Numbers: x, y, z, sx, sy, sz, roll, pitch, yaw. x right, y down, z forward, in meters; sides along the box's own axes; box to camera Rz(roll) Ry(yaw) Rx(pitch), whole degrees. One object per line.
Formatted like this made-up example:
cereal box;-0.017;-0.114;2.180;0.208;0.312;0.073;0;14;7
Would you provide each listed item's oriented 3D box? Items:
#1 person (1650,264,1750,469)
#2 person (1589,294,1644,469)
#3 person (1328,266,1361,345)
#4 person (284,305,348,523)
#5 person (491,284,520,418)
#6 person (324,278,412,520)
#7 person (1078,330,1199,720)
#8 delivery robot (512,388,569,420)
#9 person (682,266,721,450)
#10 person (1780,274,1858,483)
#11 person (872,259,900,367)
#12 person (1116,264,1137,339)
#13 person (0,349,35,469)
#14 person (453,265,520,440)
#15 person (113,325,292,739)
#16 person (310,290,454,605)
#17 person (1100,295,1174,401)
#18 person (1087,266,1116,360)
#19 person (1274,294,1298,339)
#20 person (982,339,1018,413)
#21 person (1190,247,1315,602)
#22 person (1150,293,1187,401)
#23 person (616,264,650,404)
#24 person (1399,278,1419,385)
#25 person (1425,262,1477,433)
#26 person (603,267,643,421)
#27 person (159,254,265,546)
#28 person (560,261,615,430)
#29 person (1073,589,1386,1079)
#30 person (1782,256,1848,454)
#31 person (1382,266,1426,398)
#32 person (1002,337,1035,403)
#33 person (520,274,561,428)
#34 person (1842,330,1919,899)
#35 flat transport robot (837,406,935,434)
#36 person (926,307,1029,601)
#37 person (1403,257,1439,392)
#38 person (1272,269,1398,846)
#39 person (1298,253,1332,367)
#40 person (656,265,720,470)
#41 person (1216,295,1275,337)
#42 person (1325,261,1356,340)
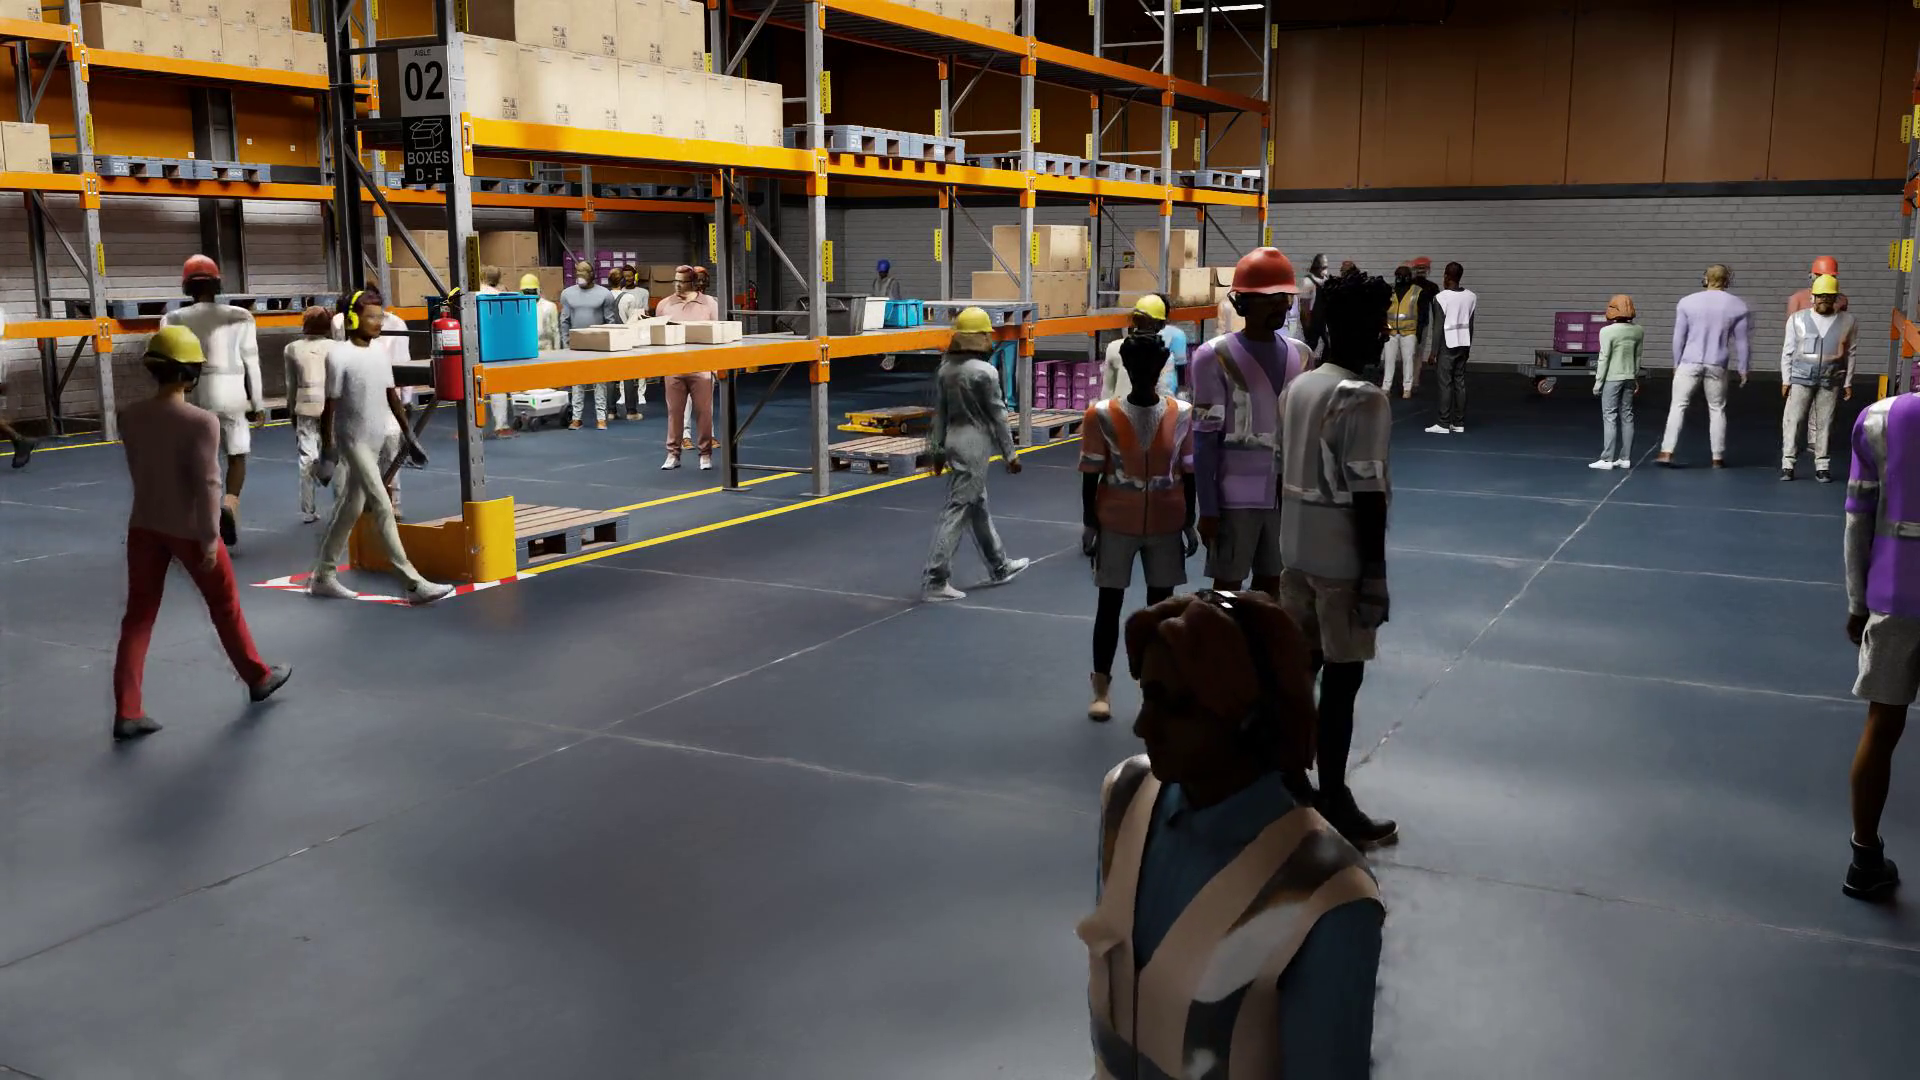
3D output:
person;6.937;-1.604;15.548;0.831;1.913;0.560;3;10;16
person;6.159;-1.477;15.597;0.500;1.636;0.280;-4;11;-23
person;5.374;-2.852;22.961;0.566;1.848;0.625;-1;10;-3
person;-4.781;-0.931;12.448;0.508;1.634;0.311;0;10;-1
person;-5.602;-2.308;20.396;0.517;1.639;0.314;0;10;-1
person;-4.460;-1.054;12.562;0.632;1.840;0.429;-4;11;-21
person;0.777;-0.057;7.198;0.540;1.696;0.317;-1;10;-4
delivery robot;-4.812;-1.587;19.086;0.477;0.478;0.707;4;11;22
person;-2.700;-1.876;17.194;0.572;1.883;0.353;-6;12;-32
person;7.576;-1.421;14.698;0.588;1.835;0.404;4;11;21
person;-1.263;-4.044;29.677;0.628;1.915;0.720;9;13;43
person;2.654;-3.387;26.061;0.429;1.844;0.627;-1;10;-4
person;-8.837;-1.515;15.053;0.549;1.907;0.559;6;11;30
person;-5.175;-2.015;17.996;0.736;1.895;0.370;-6;12;-32
person;-3.331;-0.056;7.140;0.532;1.713;0.947;2;10;14
person;-3.400;-0.526;9.581;0.973;1.811;0.481;2;10;11
person;1.167;-0.780;11.242;0.547;1.738;0.548;7;12;36
person;2.533;-4.072;30.169;0.609;1.799;0.839;2;10;13
person;3.805;-2.339;19.713;0.375;1.935;0.550;-1;10;-5
person;0.533;-2.420;20.473;0.563;1.838;0.388;0;10;-1
person;1.235;-0.180;6.910;0.608;2.044;0.372;-6;11;-30
person;1.681;-1.272;14.257;0.377;1.679;0.557;-9;13;-41
person;-4.389;-2.741;22.242;0.528;1.869;0.313;0;10;-1
person;6.945;-3.196;25.556;0.280;1.633;0.500;1;10;5
person;5.531;-2.156;18.710;0.593;1.920;0.391;-6;11;-30
person;-4.104;-2.356;20.079;0.508;1.847;0.345;2;10;12
person;-5.106;-0.935;11.363;0.625;2.020;0.784;-3;10;-16
person;-4.256;-2.221;19.053;0.628;1.933;0.377;0;10;-1
person;0.319;0.853;2.128;0.378;1.625;0.537;-5;11;-27
person;8.595;-1.847;16.709;0.621;1.989;0.398;-1;10;-4
person;6.164;-2.900;23.253;0.624;1.841;0.430;5;11;28
person;0.682;-2.710;22.056;0.628;1.883;0.899;2;10;11
person;-4.992;-2.205;19.406;0.615;1.780;0.947;0;10;1
person;2.997;0.192;5.094;0.374;1.928;0.542;-7;12;-37
flat transport robot;-0.695;-1.380;18.983;0.652;0.197;1.431;7;12;35
person;0.124;-0.509;9.815;0.893;1.700;0.493;-7;12;-34
person;6.682;-3.136;24.253;0.660;1.963;0.627;8;12;38
person;1.295;0.061;5.736;0.367;1.964;0.609;-3;10;-17
person;5.571;-3.430;25.733;0.700;2.000;0.608;-7;12;-37
person;-2.533;-1.598;15.526;0.643;1.905;0.400;1;10;3
person;2.959;-1.895;17.233;0.587;1.906;0.527;3;10;18
person;5.490;-3.014;23.708;0.636;1.911;0.406;7;12;34
